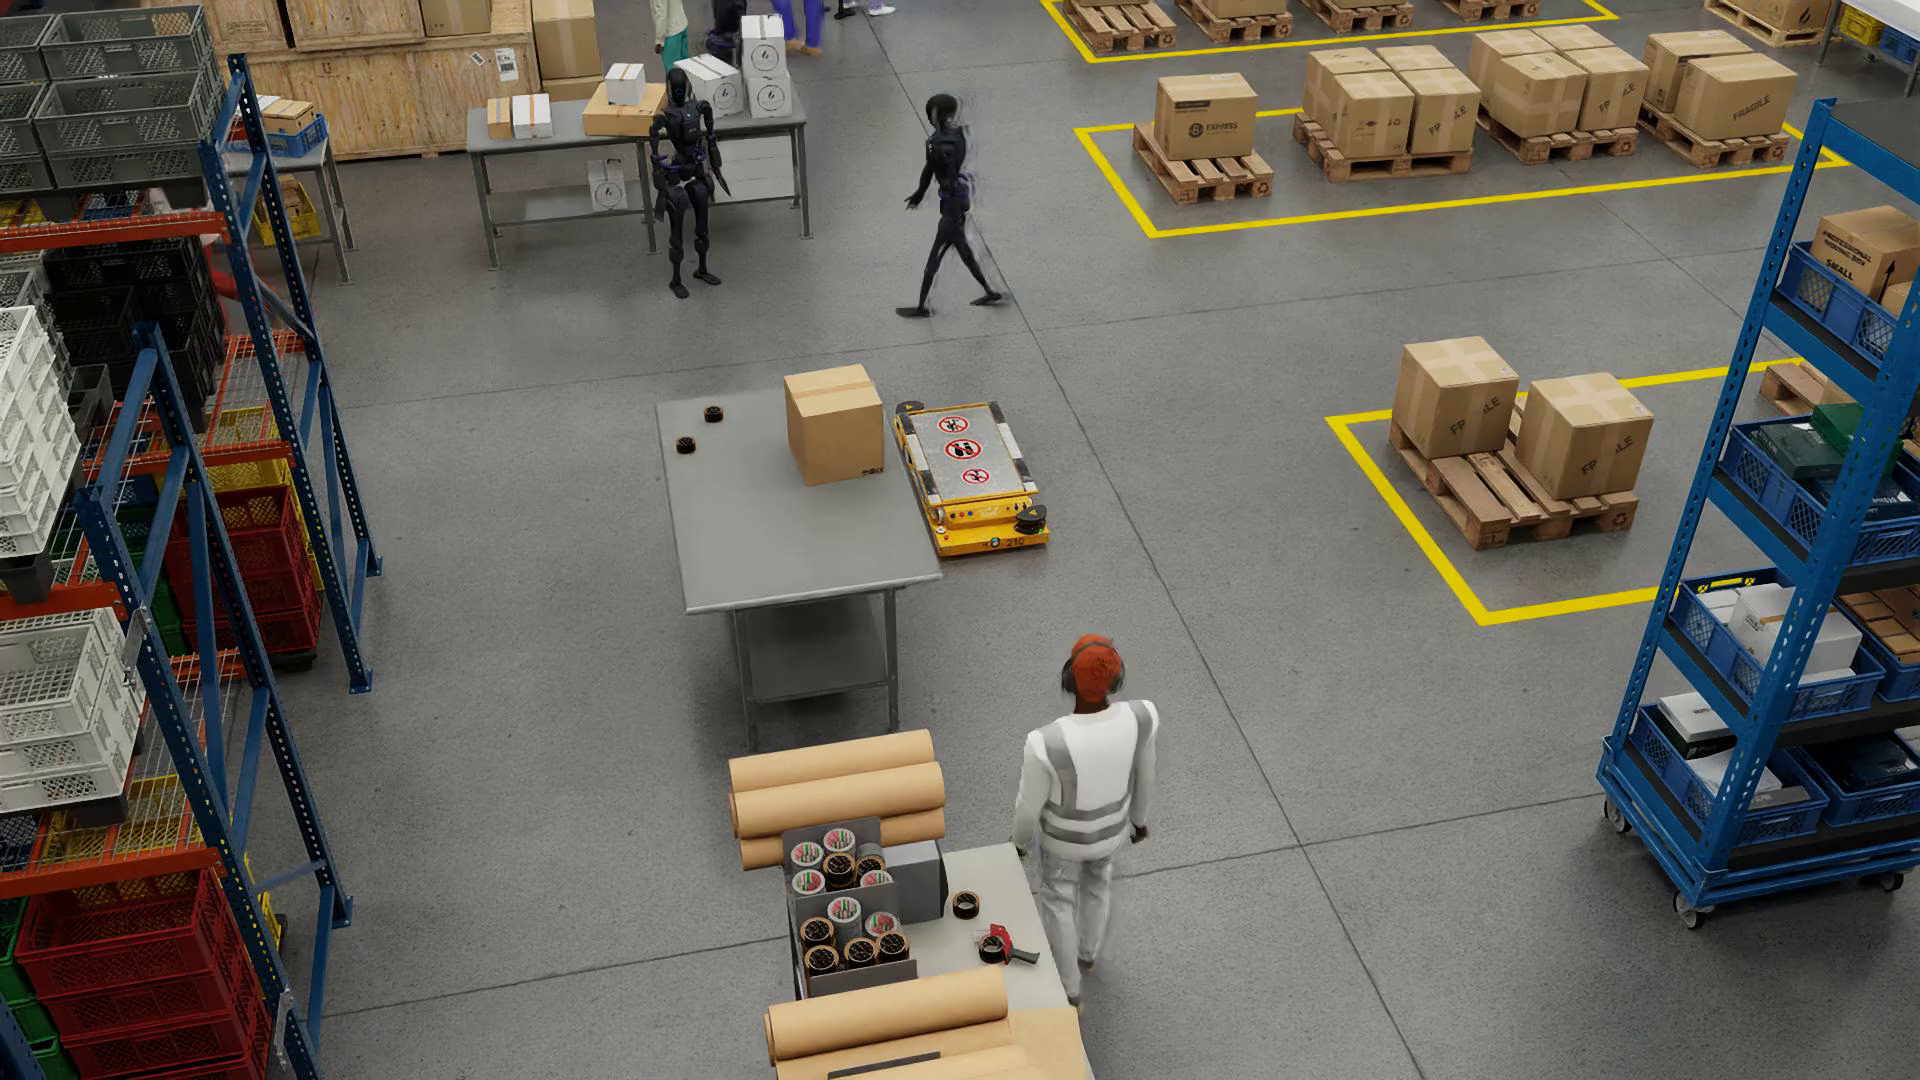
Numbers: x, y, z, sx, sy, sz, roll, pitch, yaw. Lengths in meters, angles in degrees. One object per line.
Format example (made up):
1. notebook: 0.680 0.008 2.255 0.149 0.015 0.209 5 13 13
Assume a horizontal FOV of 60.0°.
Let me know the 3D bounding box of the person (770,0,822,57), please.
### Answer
1. person: -1.543 -5.536 15.511 0.707 2.000 0.568 -30 46 -34

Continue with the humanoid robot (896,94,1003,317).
1. humanoid robot: -0.057 -2.315 11.523 0.767 1.630 0.549 -1 37 -1

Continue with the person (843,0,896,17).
1. person: -0.920 -6.159 16.453 0.605 1.919 0.448 25 44 30

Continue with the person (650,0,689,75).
1. person: -2.477 -4.319 14.103 0.327 1.768 0.525 7 37 9

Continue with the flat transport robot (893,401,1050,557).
1. flat transport robot: 0.046 -0.430 10.108 0.652 0.197 1.431 -8 37 -10

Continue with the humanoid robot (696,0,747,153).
1. humanoid robot: -1.995 -4.014 13.808 0.745 1.621 0.621 -11 38 -15

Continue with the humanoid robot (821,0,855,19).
1. humanoid robot: -1.289 -6.051 16.494 0.601 1.658 0.327 20 41 25

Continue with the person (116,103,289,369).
1. person: -4.961 -2.020 10.837 0.635 1.976 0.632 -2 37 -2

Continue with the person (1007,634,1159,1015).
1. person: 0.472 1.129 6.704 0.597 1.874 0.490 -16 39 -20

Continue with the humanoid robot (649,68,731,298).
1. humanoid robot: -1.927 -2.537 11.773 0.606 1.656 0.321 -30 46 -34
